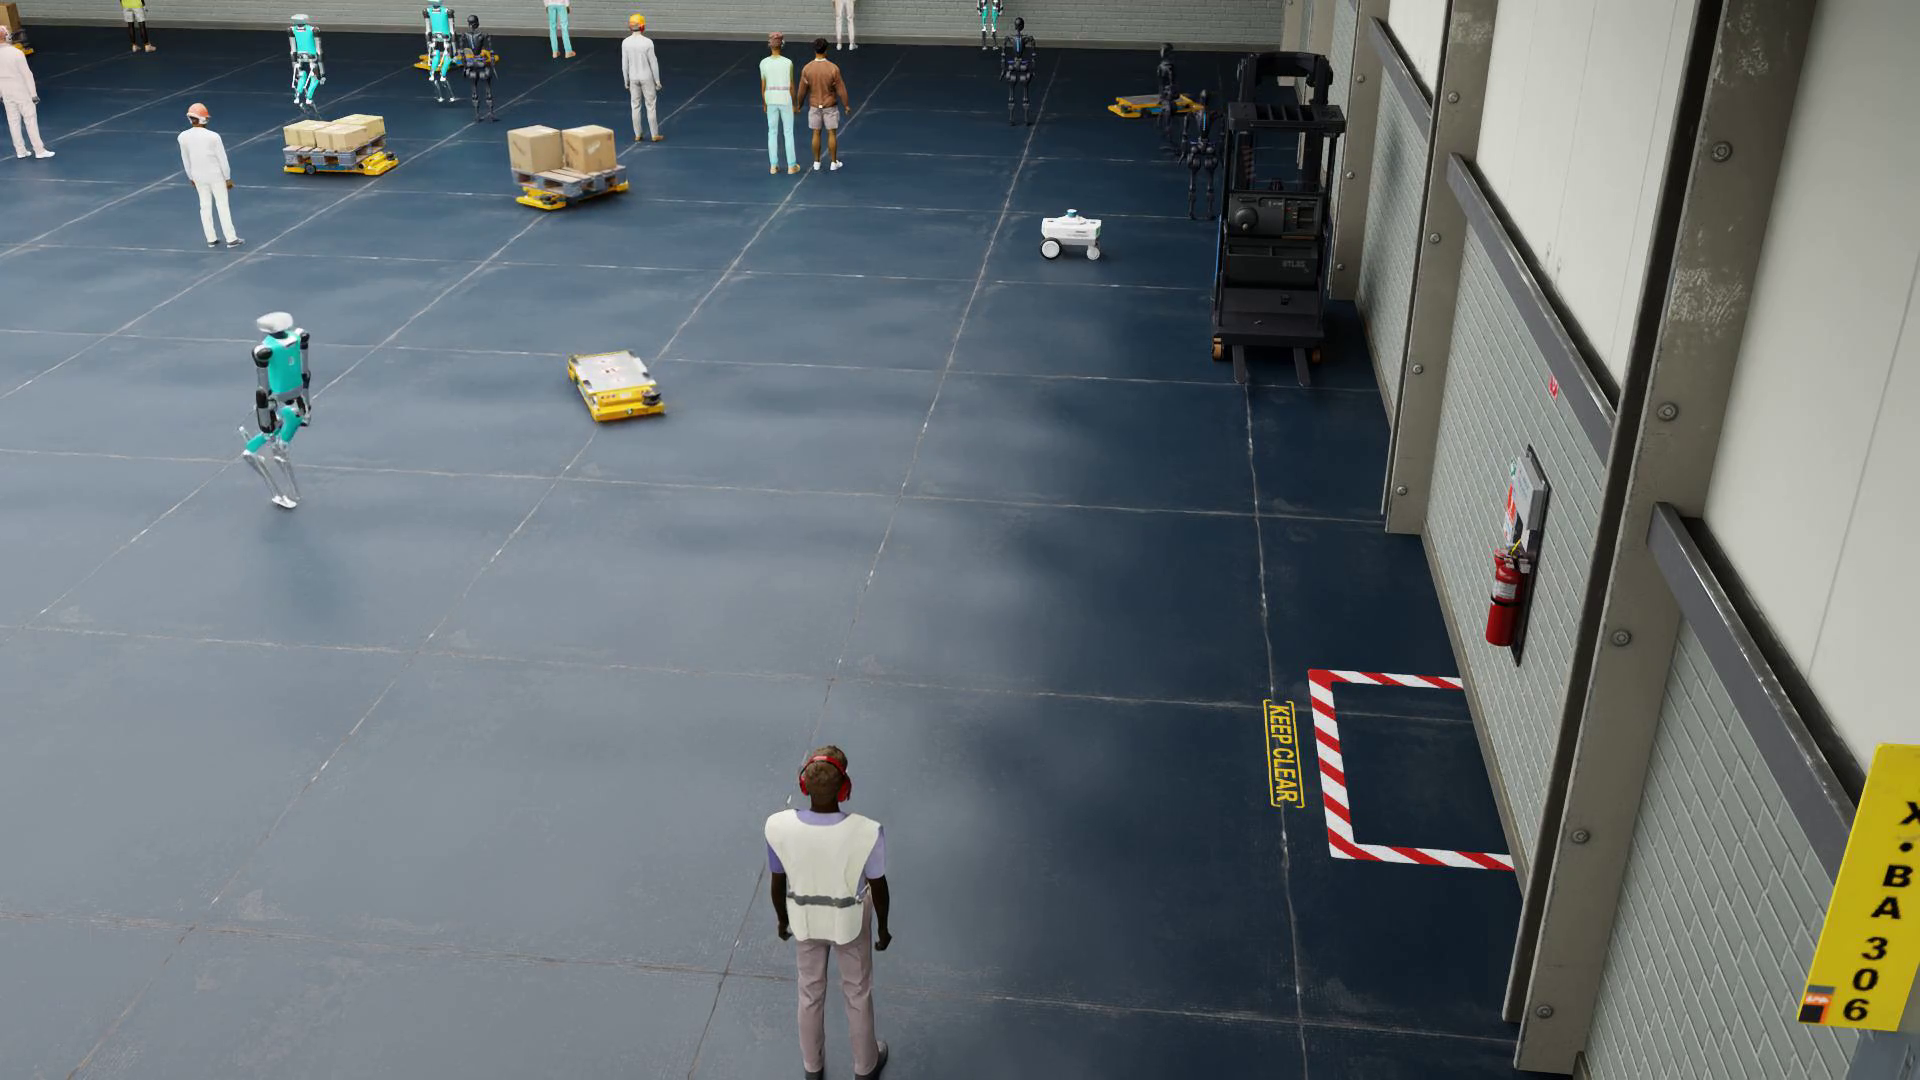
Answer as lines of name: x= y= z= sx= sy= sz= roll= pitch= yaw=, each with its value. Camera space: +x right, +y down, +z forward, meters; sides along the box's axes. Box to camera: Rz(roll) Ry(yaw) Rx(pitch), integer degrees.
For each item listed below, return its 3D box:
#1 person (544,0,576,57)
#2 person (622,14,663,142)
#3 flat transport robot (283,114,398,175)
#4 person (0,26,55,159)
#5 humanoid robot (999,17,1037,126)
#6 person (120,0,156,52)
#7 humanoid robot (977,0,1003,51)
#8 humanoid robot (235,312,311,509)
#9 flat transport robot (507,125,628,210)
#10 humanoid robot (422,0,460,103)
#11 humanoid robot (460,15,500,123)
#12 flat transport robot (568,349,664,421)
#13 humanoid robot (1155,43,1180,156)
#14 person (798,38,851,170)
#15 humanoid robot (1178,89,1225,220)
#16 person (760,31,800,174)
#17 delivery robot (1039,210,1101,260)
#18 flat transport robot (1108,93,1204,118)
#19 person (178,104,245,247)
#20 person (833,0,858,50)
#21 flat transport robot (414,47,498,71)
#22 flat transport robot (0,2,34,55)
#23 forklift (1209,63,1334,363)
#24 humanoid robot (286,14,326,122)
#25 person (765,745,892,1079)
person: x=-7.648 y=-10.142 z=31.552 sx=0.487 sy=1.914 sz=0.381 roll=3 pitch=27 yaw=6
person: x=-4.850 y=-7.036 z=25.379 sx=0.559 sy=1.890 sz=0.368 roll=3 pitch=27 yaw=6
flat transport robot: x=-8.950 y=-5.469 z=24.056 sx=1.431 sy=0.231 sz=0.659 roll=3 pitch=27 yaw=6
person: x=-13.827 y=-6.557 z=24.404 sx=0.638 sy=1.908 sz=0.413 roll=3 pitch=27 yaw=6
humanoid robot: x=0.921 y=-7.433 z=26.390 sx=0.599 sy=1.657 sz=0.315 roll=3 pitch=27 yaw=6
person: x=-15.947 y=-10.289 z=32.087 sx=0.531 sy=1.692 sz=0.319 roll=3 pitch=27 yaw=6
humanoid robot: x=0.551 y=-10.153 z=31.625 sx=0.533 sy=1.672 sz=0.735 roll=3 pitch=27 yaw=6
humanoid robot: x=-5.629 y=-1.012 z=13.572 sx=0.814 sy=1.812 sz=0.536 roll=11 pitch=29 yaw=22
flat transport robot: x=-5.285 y=-4.778 z=22.677 sx=0.659 sy=0.231 sz=1.431 roll=18 pitch=32 yaw=32
humanoid robot: x=-8.616 y=-8.057 z=27.434 sx=0.533 sy=1.677 sz=0.735 roll=3 pitch=27 yaw=6
humanoid robot: x=-7.706 y=-7.544 z=26.610 sx=0.599 sy=1.657 sz=0.315 roll=3 pitch=27 yaw=6
flat transport robot: x=-3.365 y=-1.524 z=16.180 sx=0.659 sy=0.231 sz=1.431 roll=-10 pitch=28 yaw=-20
humanoid robot: x=3.084 y=-6.504 z=24.559 sx=0.395 sy=1.645 sz=0.588 roll=-4 pitch=27 yaw=-8
person: x=-1.961 y=-6.234 z=23.812 sx=0.776 sy=1.855 sz=0.397 roll=3 pitch=27 yaw=6
humanoid robot: x=3.131 y=-4.990 z=21.512 sx=0.599 sy=1.657 sz=0.315 roll=3 pitch=27 yaw=6
person: x=-2.565 y=-6.188 z=23.588 sx=0.482 sy=1.978 sz=0.405 roll=3 pitch=27 yaw=6
delivery robot: x=1.353 y=-3.728 z=20.229 sx=0.739 sy=0.566 sz=0.499 roll=3 pitch=27 yaw=6
flat transport robot: x=3.232 y=-7.161 z=27.434 sx=1.431 sy=0.231 sz=0.659 roll=-8 pitch=28 yaw=-16
person: x=-9.197 y=-4.464 z=20.401 sx=0.559 sy=1.743 sz=0.332 roll=3 pitch=27 yaw=6
person: x=-2.250 y=-10.482 z=32.269 sx=0.495 sy=1.879 sz=0.402 roll=3 pitch=27 yaw=6
flat transport robot: x=-9.414 y=-8.988 z=31.081 sx=0.659 sy=0.231 sz=1.431 roll=18 pitch=32 yaw=32
flat transport robot: x=-18.626 y=-9.385 z=31.874 sx=1.431 sy=0.231 sz=0.659 roll=3 pitch=27 yaw=6
forklift: x=3.241 y=-3.477 z=17.183 sx=1.129 sy=2.768 sz=1.873 roll=3 pitch=27 yaw=6
humanoid robot: x=-10.212 y=-7.266 z=25.855 sx=0.533 sy=1.677 sz=0.735 roll=3 pitch=27 yaw=6
person: x=-0.605 y=1.797 z=7.791 sx=0.563 sy=1.846 sz=0.391 roll=3 pitch=27 yaw=6
